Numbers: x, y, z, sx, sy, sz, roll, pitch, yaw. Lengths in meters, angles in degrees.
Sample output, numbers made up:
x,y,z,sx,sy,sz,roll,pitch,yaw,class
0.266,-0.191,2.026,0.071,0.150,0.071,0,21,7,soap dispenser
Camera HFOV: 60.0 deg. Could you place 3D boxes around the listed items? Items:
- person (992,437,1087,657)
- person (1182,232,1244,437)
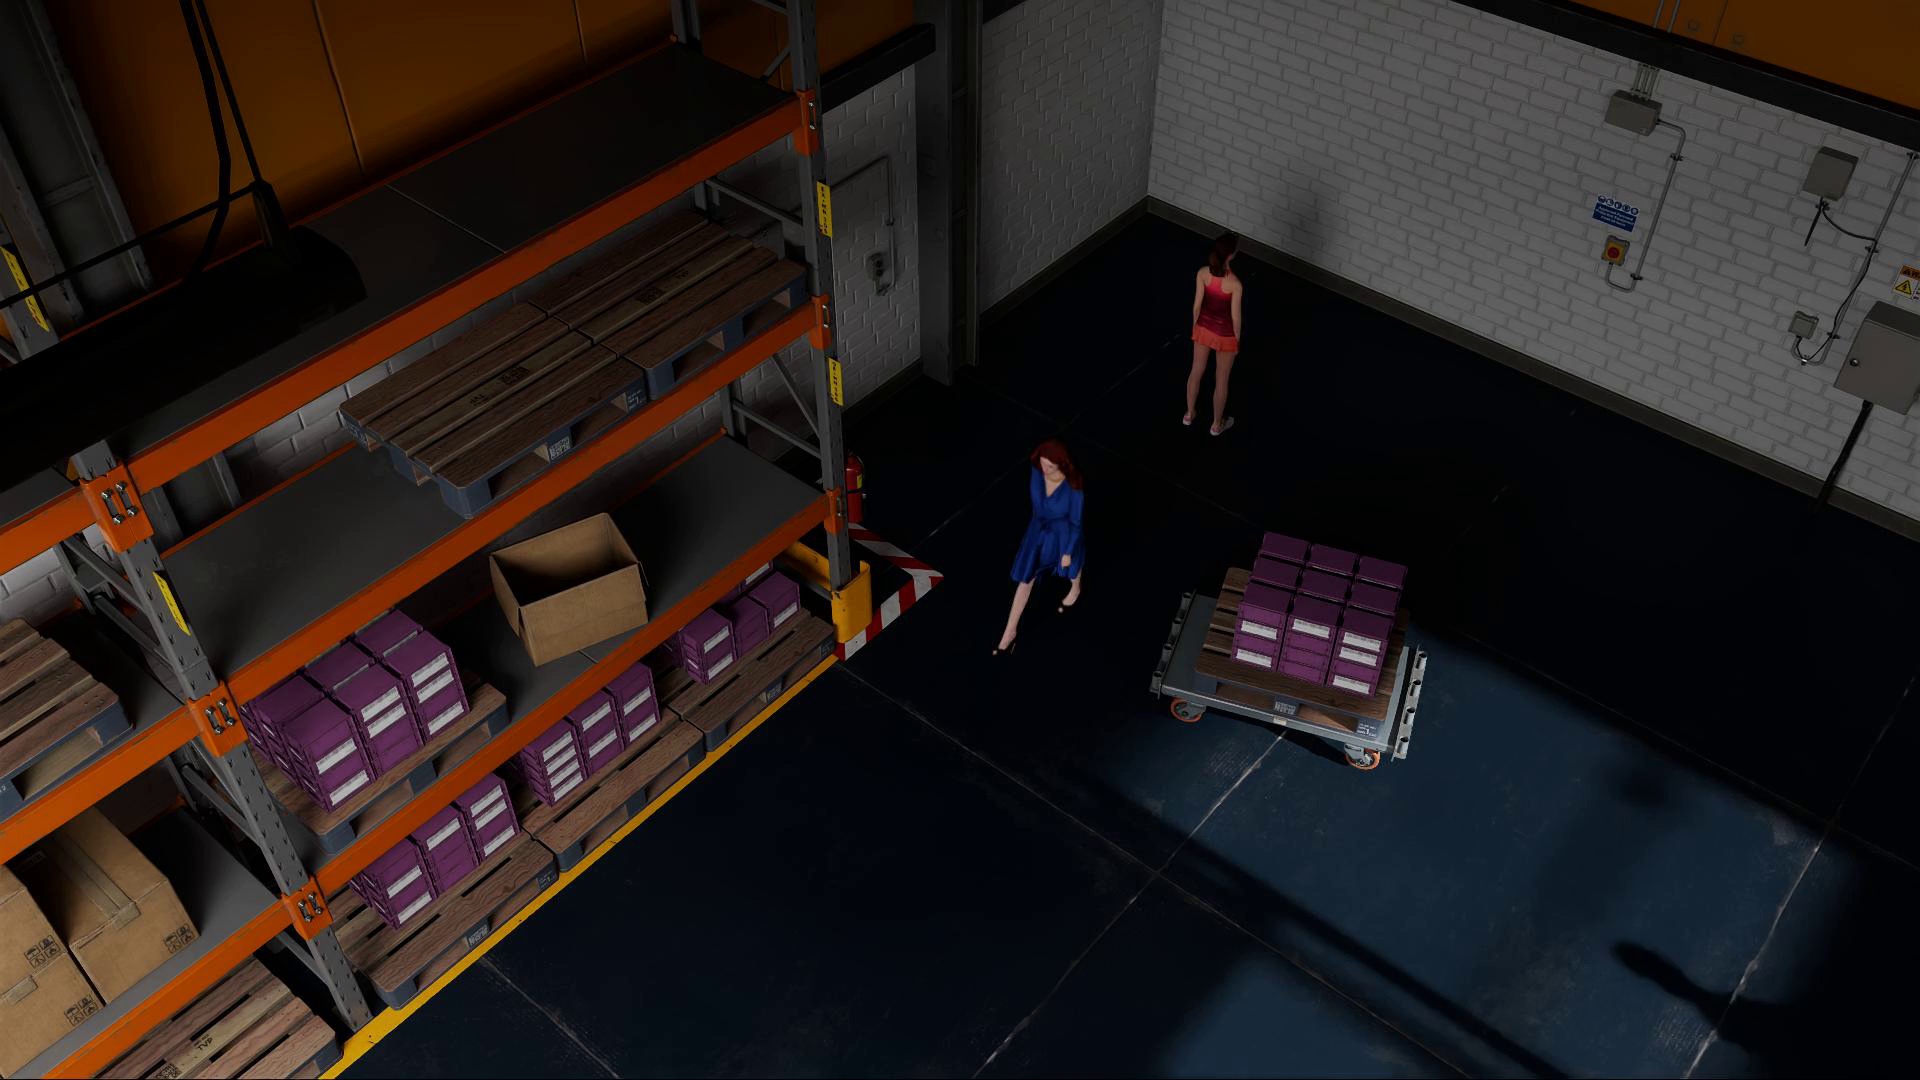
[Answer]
x,y,z,sx,sy,sz,roll,pitch,yaw,class
0.694,-0.056,10.965,0.625,1.770,1.141,32,52,29,person
1.931,-1.566,12.562,0.581,1.754,0.578,25,49,24,person
